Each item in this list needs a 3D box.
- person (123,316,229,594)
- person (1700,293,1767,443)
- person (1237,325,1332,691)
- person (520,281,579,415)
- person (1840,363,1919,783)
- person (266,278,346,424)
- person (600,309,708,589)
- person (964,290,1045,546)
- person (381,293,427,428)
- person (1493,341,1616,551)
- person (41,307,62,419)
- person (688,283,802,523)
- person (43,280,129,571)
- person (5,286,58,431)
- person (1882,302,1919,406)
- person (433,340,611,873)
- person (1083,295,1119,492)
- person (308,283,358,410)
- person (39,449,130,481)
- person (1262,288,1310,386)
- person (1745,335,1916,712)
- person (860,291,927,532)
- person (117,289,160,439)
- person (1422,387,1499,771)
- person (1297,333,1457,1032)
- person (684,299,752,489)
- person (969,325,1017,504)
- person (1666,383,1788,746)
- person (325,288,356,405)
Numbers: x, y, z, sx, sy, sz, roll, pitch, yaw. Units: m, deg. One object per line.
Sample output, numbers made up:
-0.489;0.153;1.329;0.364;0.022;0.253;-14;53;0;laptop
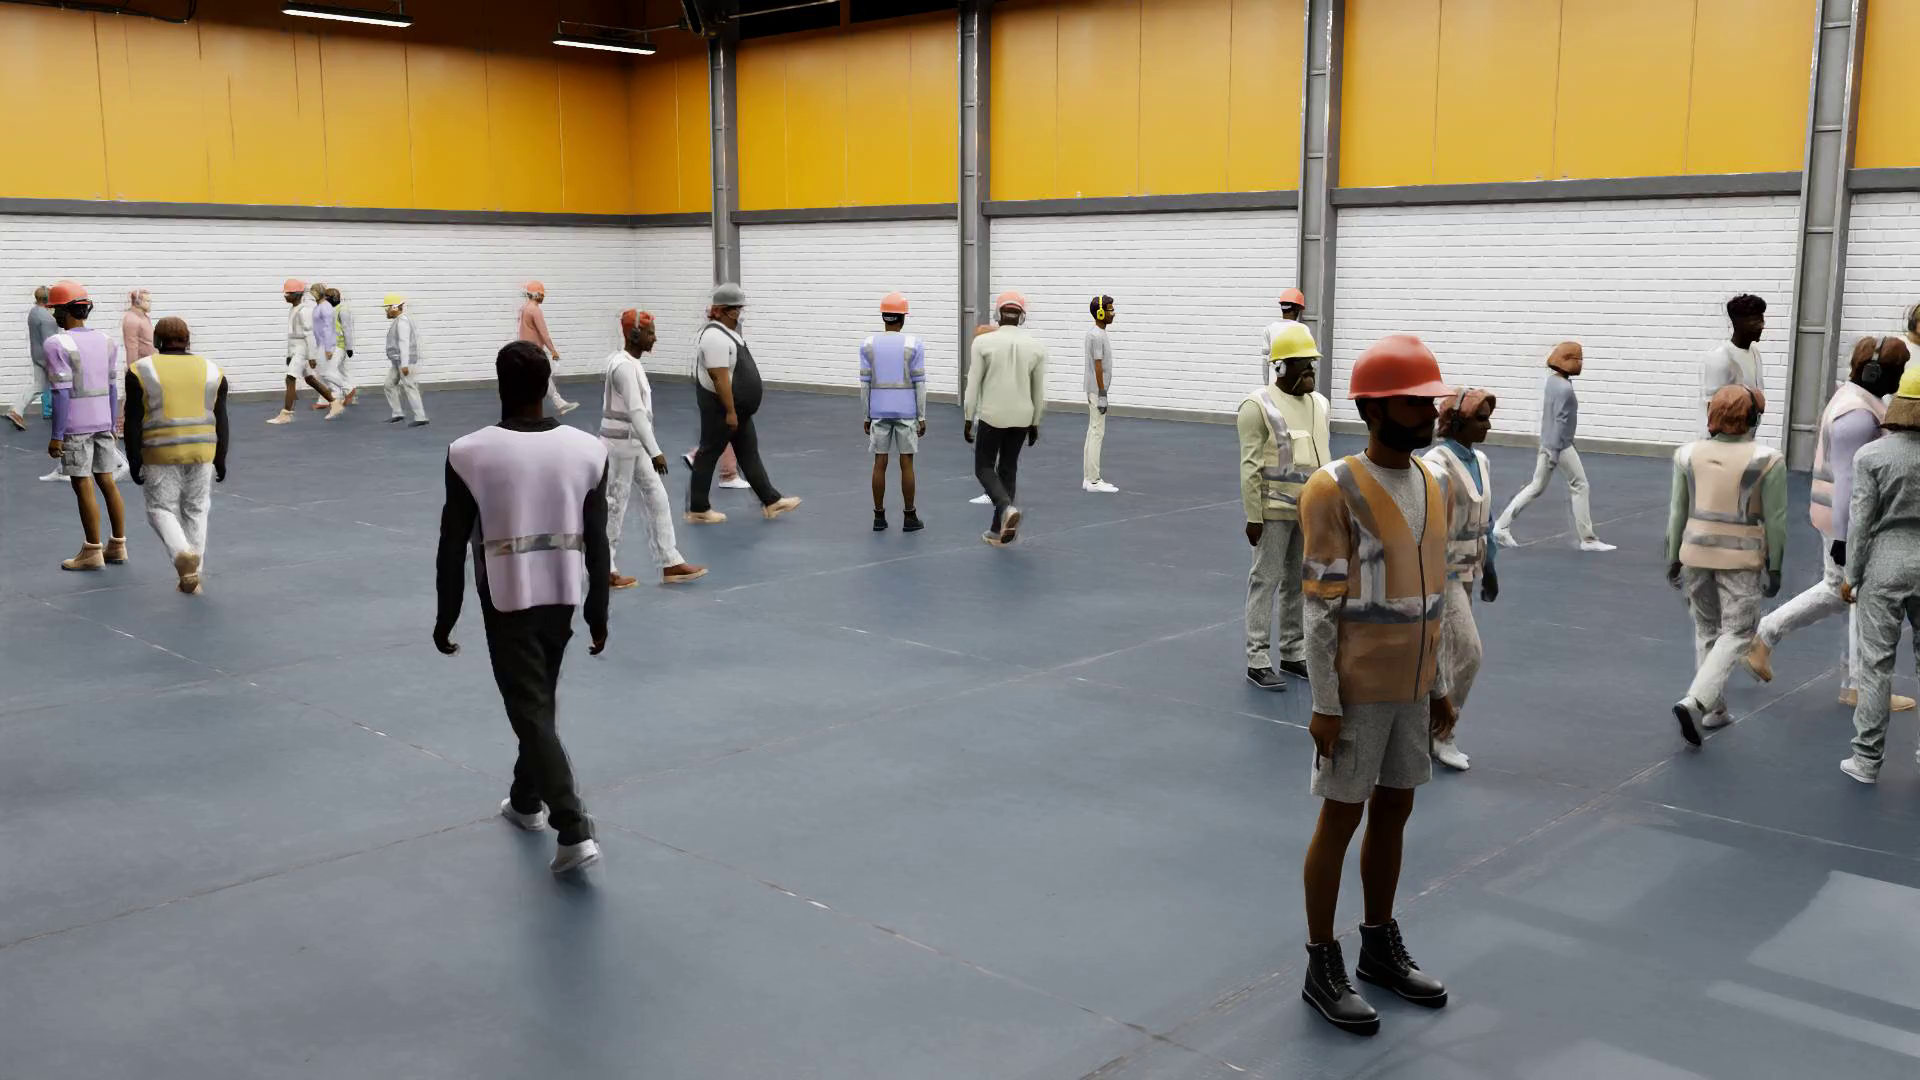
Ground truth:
-4.979;-0.517;10.667;0.647;1.822;0.664;-8;12;-42;person
5.297;-0.704;11.380;0.634;1.952;0.422;-8;12;-39;person
1.670;-0.164;8.442;0.589;1.837;0.404;-7;11;-36;person
-5.964;-2.710;23.712;1.024;1.937;0.611;-4;10;-22;person
3.896;0.143;6.846;0.492;1.742;0.320;3;10;15;person
-9.050;-2.605;22.954;1.046;2.007;0.620;-6;11;-32;person
-2.057;-0.587;10.983;0.878;1.846;0.571;0;9;-2;person
0.361;-0.905;12.586;0.645;1.961;0.628;-4;10;-21;person
-7.480;-2.381;22.151;0.681;1.795;0.629;-4;10;-24;person
4.476;-0.707;12.537;0.874;1.584;0.516;1;9;4;person
-12.786;-2.599;23.344;0.565;1.846;0.390;7;12;37;person
-1.824;-1.139;13.797;0.987;2.000;0.708;1;9;4;person
-6.200;-0.802;11.724;0.394;2.041;0.612;2;10;13;person
-12.069;-2.380;21.836;0.642;1.910;0.918;9;13;43;person
7.055;-0.822;12.337;0.653;1.878;1.036;-2;9;-13;person
-1.536;0.224;5.974;0.607;1.878;0.978;-7;12;-37;person
1.341;-1.393;15.875;0.328;1.873;0.518;0;9;-3;person
-9.482;-2.896;24.959;0.603;1.923;0.628;-6;11;-31;person
-8.725;-1.474;16.499;0.918;1.834;0.530;0;9;-3;person
3.272;-1.535;16.568;0.542;1.929;0.373;9;13;43;person
4.254;-0.090;8.090;0.748;1.816;0.622;4;10;25;person
-0.531;-1.030;13.441;0.545;1.938;0.362;2;9;11;person
-10.074;-2.175;20.696;0.973;1.856;0.659;-3;10;-19;person
2.124;0.169;7.028;0.455;1.619;0.545;8;12;40;person
1.195;0.395;4.695;0.545;1.942;0.349;-6;11;-34;person
-2.326;-1.426;16.014;0.594;1.885;0.657;-1;9;-5;person
0.247;-1.127;15.019;0.373;1.622;0.506;1;9;7;person
3.398;0.110;7.445;0.683;1.618;0.520;-8;12;-39;person
-9.744;-2.991;25.812;0.695;1.815;0.650;-7;12;-38;person
